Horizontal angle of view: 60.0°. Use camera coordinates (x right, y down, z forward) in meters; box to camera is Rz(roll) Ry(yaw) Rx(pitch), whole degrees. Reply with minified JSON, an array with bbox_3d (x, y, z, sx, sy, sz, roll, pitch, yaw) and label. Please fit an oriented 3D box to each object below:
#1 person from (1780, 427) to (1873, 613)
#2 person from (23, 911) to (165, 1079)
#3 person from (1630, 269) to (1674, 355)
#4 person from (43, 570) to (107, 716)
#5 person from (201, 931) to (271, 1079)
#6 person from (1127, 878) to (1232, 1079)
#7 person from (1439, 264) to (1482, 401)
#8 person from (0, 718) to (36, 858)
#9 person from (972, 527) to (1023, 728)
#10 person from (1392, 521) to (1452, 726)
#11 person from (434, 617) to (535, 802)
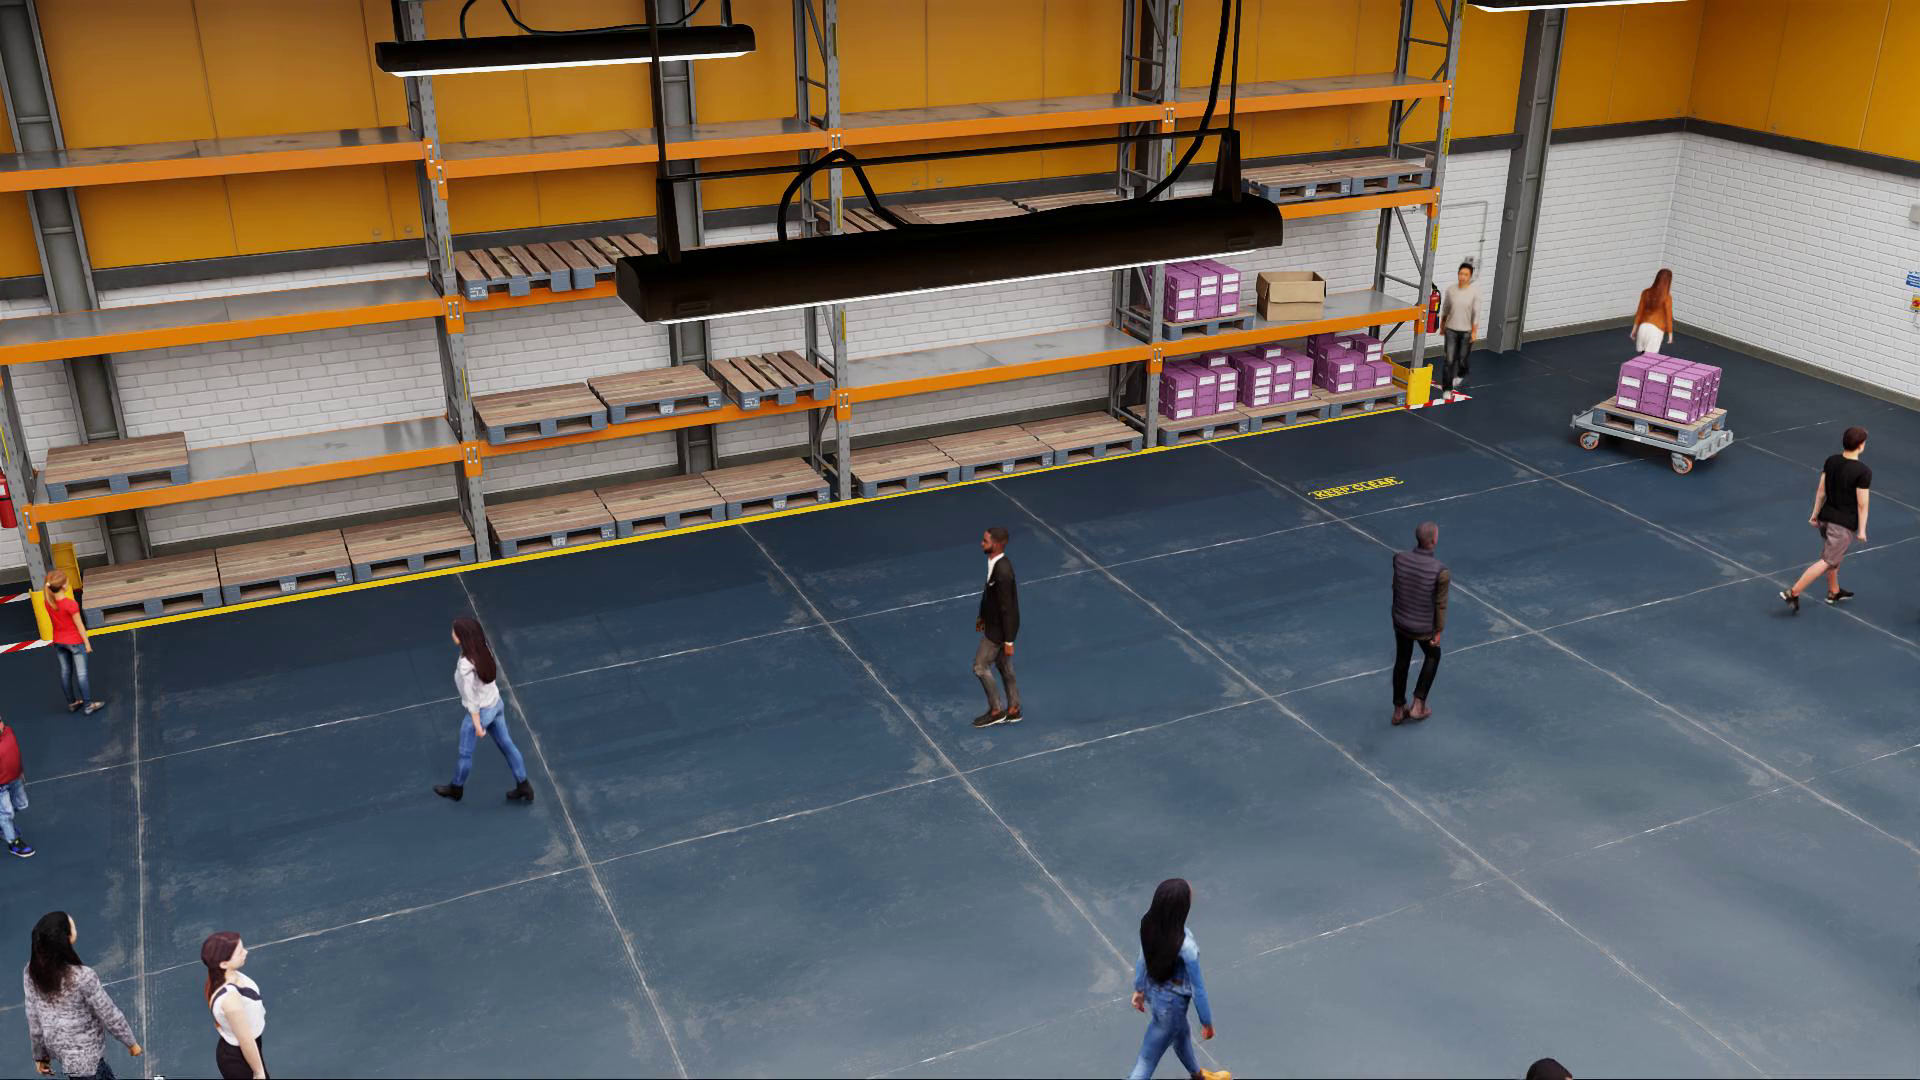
[{"bbox_3d":[8.261,-0.163,15.773,1.229,1.833,0.789,-7,25,-15],"label":"person"},{"bbox_3d":[-4.861,2.859,9.052,1.187,1.679,1.184,6,24,13],"label":"person"},{"bbox_3d":[8.953,-2.666,21.678,0.996,1.689,0.719,-16,28,-31],"label":"person"},{"bbox_3d":[-7.548,0.866,14.075,0.541,1.307,0.610,5,24,11],"label":"person"},{"bbox_3d":[-3.933,2.845,9.122,0.578,1.647,0.605,-17,29,-34],"label":"person"},{"bbox_3d":[1.096,2.701,9.439,1.207,1.658,0.683,-12,27,-26],"label":"person"},{"bbox_3d":[6.550,-2.758,21.772,1.045,1.782,1.134,12,26,26],"label":"person"},{"bbox_3d":[-7.036,1.742,12.154,0.755,1.240,0.682,3,24,7],"label":"person"},{"bbox_3d":[0.419,0.730,13.785,0.795,1.787,0.797,-2,24,-5],"label":"person"},{"bbox_3d":[3.726,0.714,13.775,0.815,1.825,0.806,20,31,38],"label":"person"},{"bbox_3d":[-3.540,1.331,12.663,1.098,1.586,0.957,4,24,9],"label":"person"}]
